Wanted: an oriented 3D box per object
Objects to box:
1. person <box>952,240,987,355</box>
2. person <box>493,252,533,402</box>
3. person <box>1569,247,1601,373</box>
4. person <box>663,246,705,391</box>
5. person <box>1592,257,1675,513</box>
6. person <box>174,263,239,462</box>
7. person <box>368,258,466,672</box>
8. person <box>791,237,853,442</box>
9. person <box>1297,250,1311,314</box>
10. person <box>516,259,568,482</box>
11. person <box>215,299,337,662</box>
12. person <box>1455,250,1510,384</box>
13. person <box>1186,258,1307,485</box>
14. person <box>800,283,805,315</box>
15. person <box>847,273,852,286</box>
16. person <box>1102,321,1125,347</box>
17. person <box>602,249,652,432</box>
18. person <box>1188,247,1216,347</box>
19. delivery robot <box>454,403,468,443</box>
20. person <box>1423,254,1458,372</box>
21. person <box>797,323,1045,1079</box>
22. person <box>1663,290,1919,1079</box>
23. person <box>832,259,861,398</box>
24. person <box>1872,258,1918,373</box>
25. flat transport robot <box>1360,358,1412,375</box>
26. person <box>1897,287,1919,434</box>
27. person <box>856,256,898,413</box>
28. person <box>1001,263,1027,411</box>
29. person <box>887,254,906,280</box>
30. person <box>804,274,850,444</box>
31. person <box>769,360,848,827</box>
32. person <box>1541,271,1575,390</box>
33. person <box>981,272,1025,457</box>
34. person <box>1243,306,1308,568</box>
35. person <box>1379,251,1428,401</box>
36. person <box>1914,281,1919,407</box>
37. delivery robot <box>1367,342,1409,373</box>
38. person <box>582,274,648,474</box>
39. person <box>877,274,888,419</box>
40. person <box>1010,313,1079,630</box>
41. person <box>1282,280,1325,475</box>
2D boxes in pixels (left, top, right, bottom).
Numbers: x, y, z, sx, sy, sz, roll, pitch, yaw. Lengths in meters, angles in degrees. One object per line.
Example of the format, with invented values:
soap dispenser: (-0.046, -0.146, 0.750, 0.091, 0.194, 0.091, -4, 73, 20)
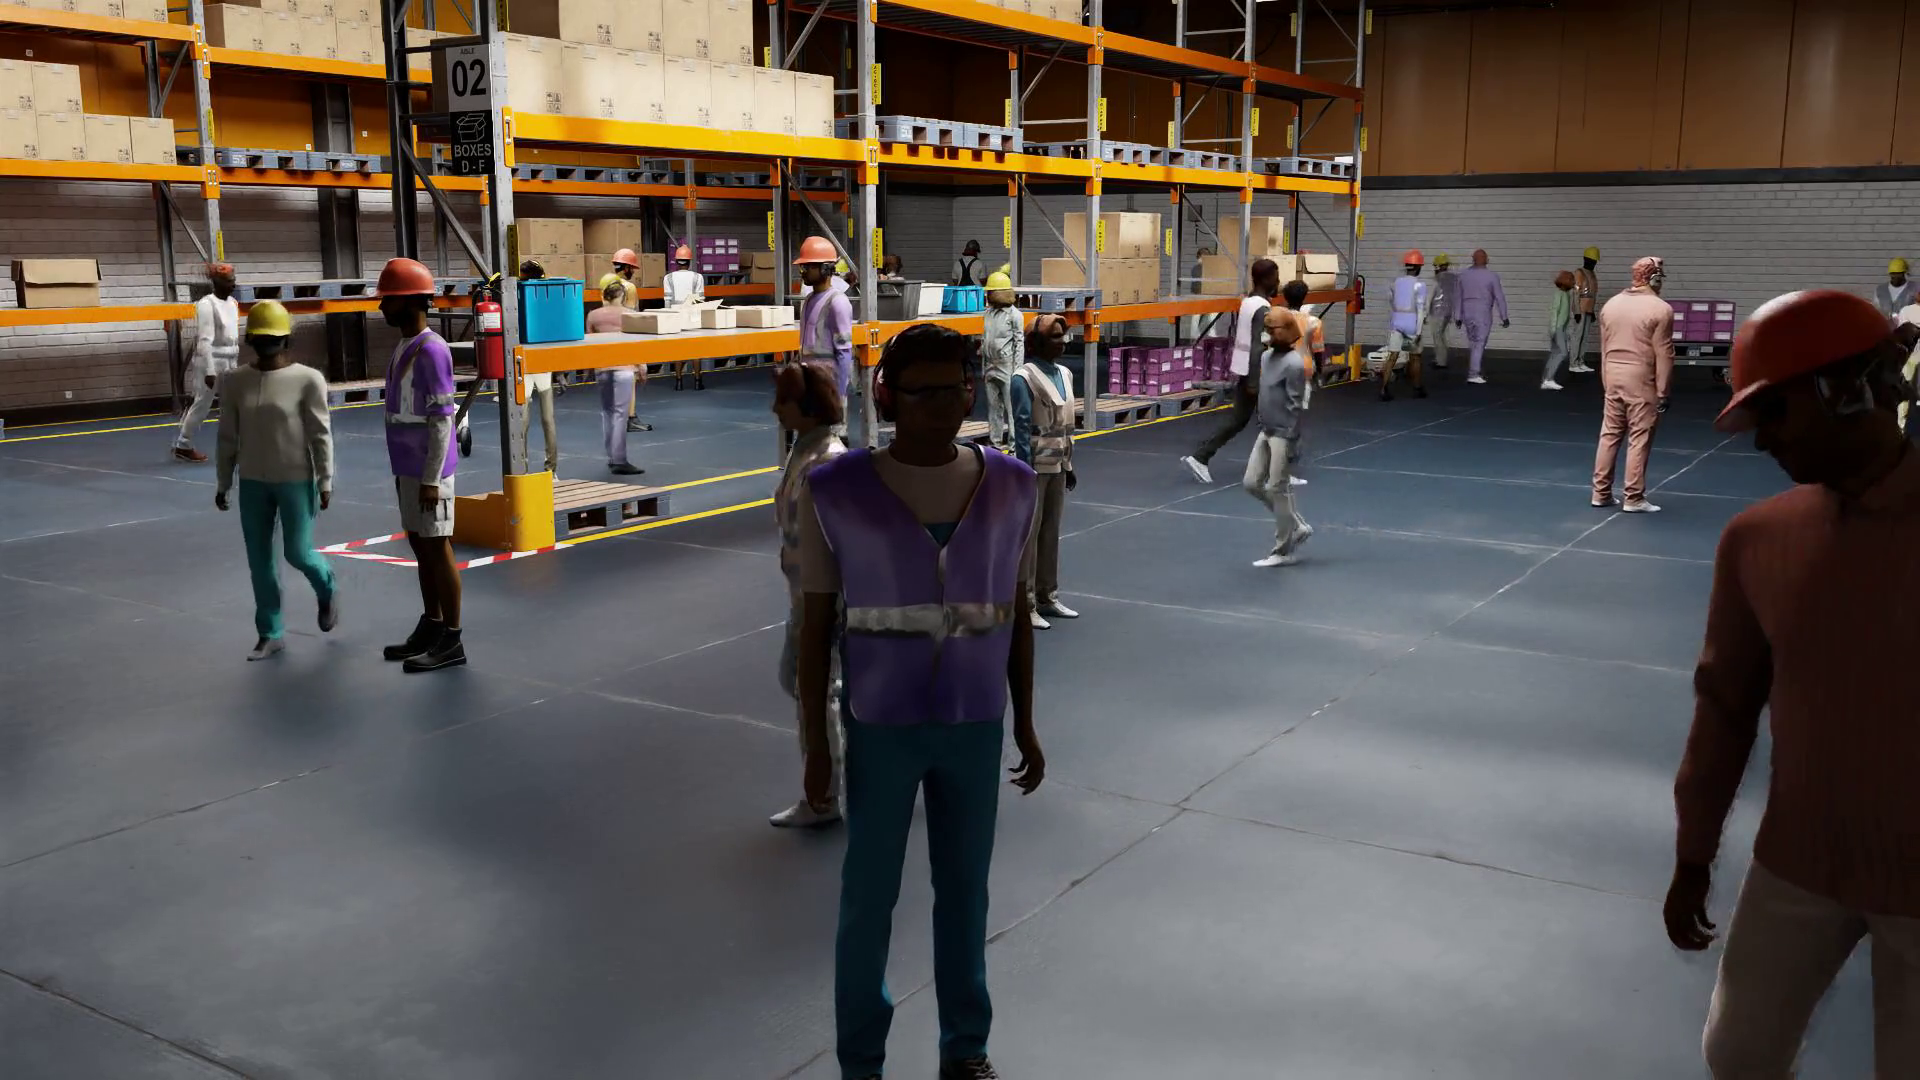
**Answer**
person: (0.232, -4.311, 29.515, 0.676, 2.000, 0.536, 6, 12, 29)
person: (-5.587, -2.703, 20.738, 0.610, 1.993, 0.380, 5, 11, 24)
person: (9.605, -3.532, 25.543, 0.379, 1.918, 0.585, 10, 14, 43)
person: (-3.701, -2.974, 22.391, 0.545, 1.939, 0.374, -1, 10, -4)
person: (5.060, -1.150, 12.411, 0.397, 1.901, 0.646, -5, 11, -25)
person: (-6.744, -1.585, 15.039, 0.961, 1.824, 0.597, 2, 10, 11)
person: (-2.562, -0.351, 7.858, 0.354, 1.939, 0.545, -7, 12, -33)
person: (-0.965, -1.061, 11.506, 0.375, 2.043, 0.610, -6, 12, -30)
person: (5.488, -3.731, 26.780, 0.633, 1.868, 0.595, 1, 10, 5)
person: (-3.502, -1.367, 13.698, 0.520, 1.865, 0.328, -2, 10, -11)
person: (-3.322, -0.303, 8.139, 0.559, 1.747, 0.510, 0, 10, 2)
person: (7.422, -3.157, 23.566, 0.684, 1.882, 0.700, -8, 13, -37)
person: (2.372, -1.378, 13.731, 0.946, 1.884, 0.599, 0, 10, -2)
person: (-1.673, -2.454, 19.783, 0.429, 1.839, 0.633, 1, 10, 6)
person: (-1.990, -3.565, 25.996, 0.648, 1.821, 0.432, 4, 11, 19)
person: (2.909, -4.614, 31.476, 0.631, 1.938, 0.362, -1, 10, -5)
person: (-3.537, -2.108, 17.616, 0.543, 1.932, 0.365, 9, 14, 42)
person: (3.935, -3.776, 26.910, 0.642, 1.908, 0.638, 10, 14, 44)
delivery robot: (-4.883, -1.136, 15.784, 0.477, 0.478, 0.707, -2, 10, -9)
person: (7.393, -3.523, 25.790, 0.613, 1.803, 0.660, -7, 12, -33)
person: (-0.089, 0.428, 3.803, 0.575, 1.841, 0.375, -4, 11, -20)
person: (1.545, 0.559, 2.831, 0.410, 1.943, 0.712, -8, 13, -37)
person: (-1.547, -2.665, 21.116, 0.924, 1.786, 0.611, -10, 14, -43)
person: (11.673, -2.622, 20.832, 0.868, 1.788, 0.616, -8, 13, -39)
flat transport robot: (6.098, -2.638, 25.150, 0.652, 0.197, 1.431, -8, 13, -38)
person: (9.894, -1.862, 17.102, 0.498, 1.629, 0.276, 5, 11, 26)
person: (-0.928, -2.388, 19.420, 0.634, 1.840, 0.429, 1, 10, 7)
person: (0.582, -2.388, 19.679, 0.534, 1.751, 0.570, 7, 12, 34)
person: (-0.929, -3.117, 23.496, 0.542, 1.822, 0.462, 7, 12, 33)
person: (-1.313, -1.898, 16.436, 0.631, 1.935, 0.362, 9, 13, 40)
person: (-0.423, 0.185, 5.751, 0.462, 1.619, 0.542, -3, 11, -15)
person: (8.091, -2.826, 22.500, 0.348, 1.605, 0.580, 6, 12, 28)
person: (0.356, -1.494, 14.742, 0.312, 1.741, 0.487, -9, 14, -41)
person: (1.963, -0.631, 10.274, 0.373, 1.619, 0.524, -3, 11, -14)
person: (5.619, -2.695, 20.995, 0.563, 1.899, 0.974, 9, 14, 41)
person: (11.843, -2.554, 20.105, 0.383, 1.924, 0.589, -8, 13, -37)
delivery robot: (6.173, -2.613, 23.968, 0.477, 0.478, 0.707, 9, 14, 42)
person: (-3.003, -1.454, 14.568, 0.597, 1.718, 0.592, 3, 11, 14)
person: (-0.931, -2.200, 18.934, 0.306, 1.640, 0.522, -4, 11, -23)
person: (0.438, -0.366, 8.760, 0.307, 1.645, 0.514, 7, 12, 32)
person: (2.892, -1.421, 14.491, 0.563, 1.671, 0.634, 3, 11, 18)
